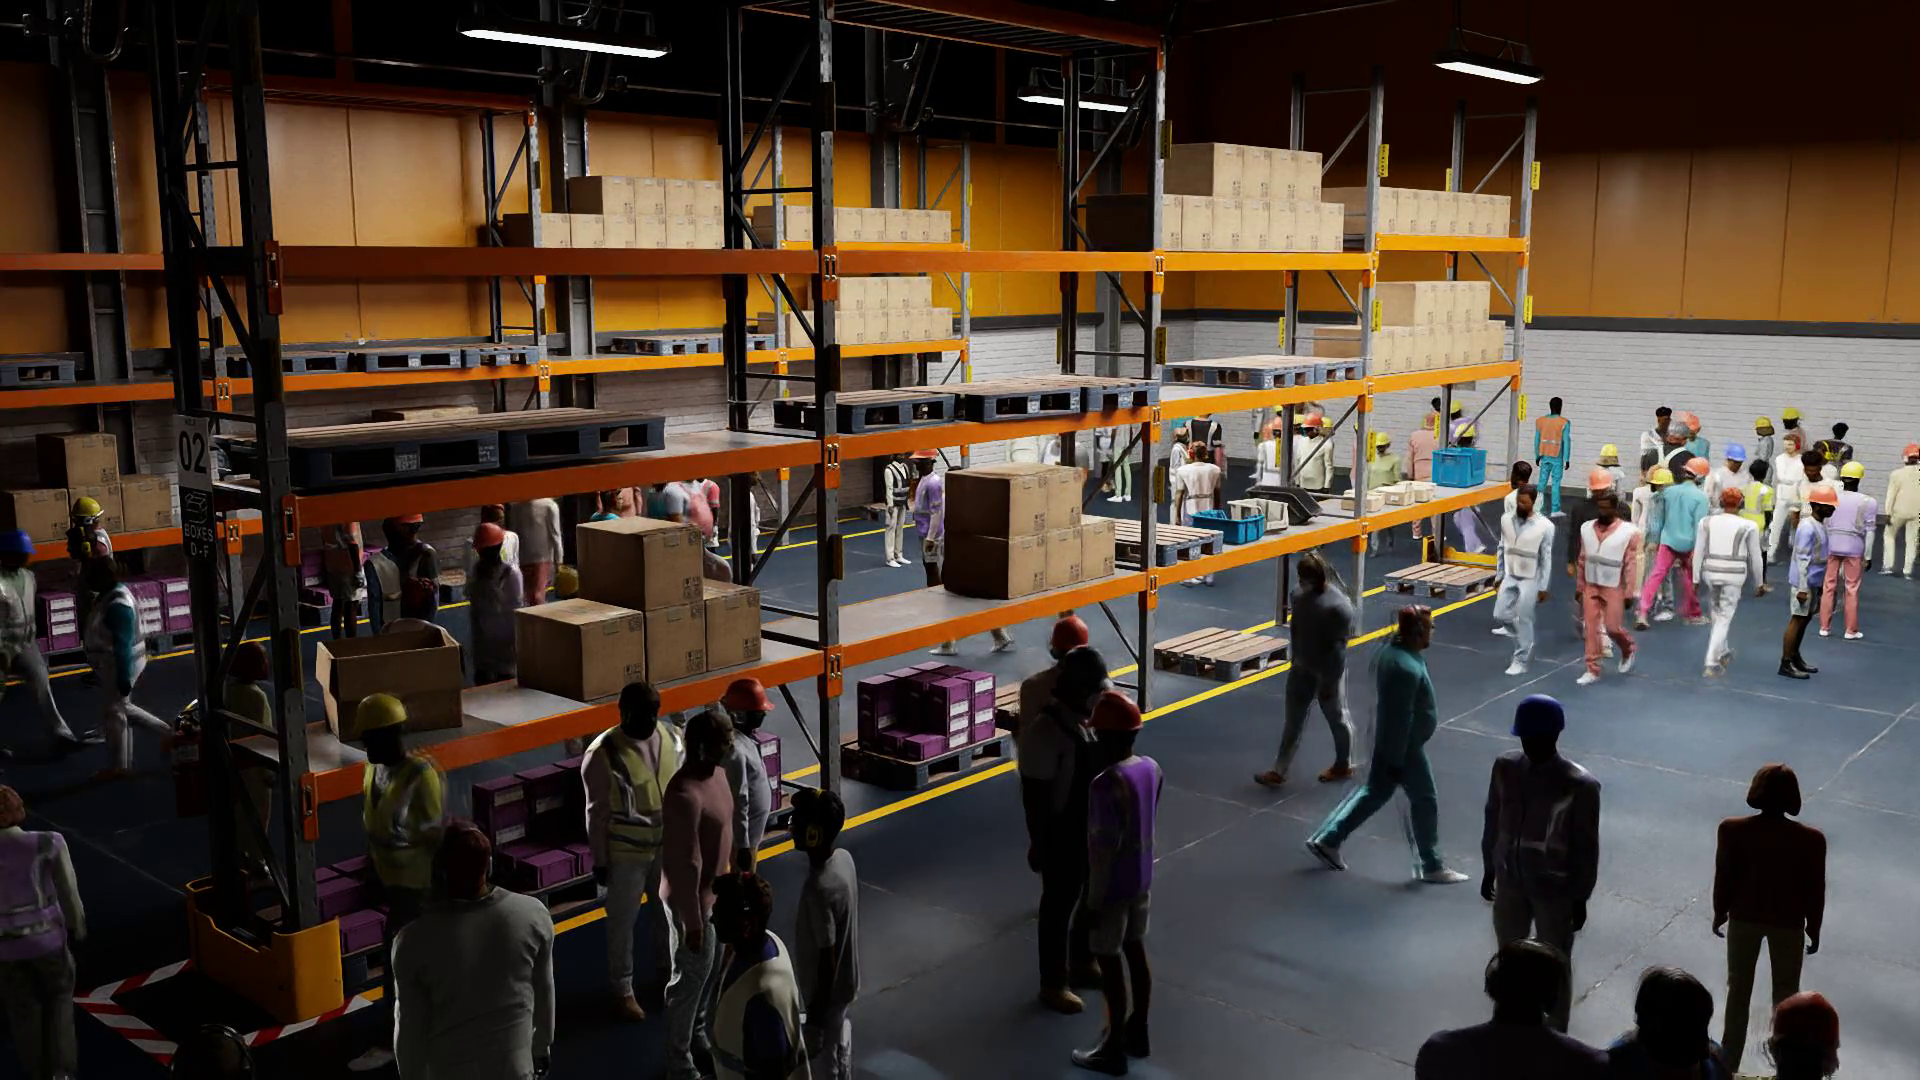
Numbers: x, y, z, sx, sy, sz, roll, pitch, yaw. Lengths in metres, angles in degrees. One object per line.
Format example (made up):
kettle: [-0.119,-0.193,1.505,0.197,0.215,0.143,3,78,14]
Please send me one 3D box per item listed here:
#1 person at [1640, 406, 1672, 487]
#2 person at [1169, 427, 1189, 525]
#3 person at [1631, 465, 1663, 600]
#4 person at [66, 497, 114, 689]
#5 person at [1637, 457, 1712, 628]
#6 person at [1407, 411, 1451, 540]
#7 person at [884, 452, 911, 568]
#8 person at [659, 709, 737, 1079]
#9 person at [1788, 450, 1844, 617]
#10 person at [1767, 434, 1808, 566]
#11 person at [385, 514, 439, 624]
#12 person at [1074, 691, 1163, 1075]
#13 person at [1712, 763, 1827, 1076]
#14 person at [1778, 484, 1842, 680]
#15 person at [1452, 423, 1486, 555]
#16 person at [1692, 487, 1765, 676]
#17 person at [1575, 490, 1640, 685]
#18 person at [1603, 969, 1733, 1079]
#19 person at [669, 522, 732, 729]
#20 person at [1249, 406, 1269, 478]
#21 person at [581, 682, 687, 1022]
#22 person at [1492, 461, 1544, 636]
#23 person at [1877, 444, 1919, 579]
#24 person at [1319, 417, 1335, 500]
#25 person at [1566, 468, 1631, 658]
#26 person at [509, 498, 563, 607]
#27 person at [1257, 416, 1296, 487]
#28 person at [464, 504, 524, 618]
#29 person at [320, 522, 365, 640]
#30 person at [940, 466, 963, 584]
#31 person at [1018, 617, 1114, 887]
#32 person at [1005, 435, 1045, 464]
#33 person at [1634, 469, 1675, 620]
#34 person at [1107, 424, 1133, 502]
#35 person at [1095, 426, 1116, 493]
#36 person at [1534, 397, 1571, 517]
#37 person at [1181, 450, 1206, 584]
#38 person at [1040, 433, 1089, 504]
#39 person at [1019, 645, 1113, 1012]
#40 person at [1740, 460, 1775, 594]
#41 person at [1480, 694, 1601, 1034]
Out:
person: [10.232,-0.979,24.351,0.602,1.967,0.366,-3,10,-15]
person: [3.243,-0.855,24.585,0.306,1.640,0.523,2,10,14]
person: [8.350,-0.094,20.053,0.500,1.636,0.280,8,12,39]
person: [-8.305,0.498,15.932,0.403,1.833,0.590,-6,11,-32]
person: [7.930,0.037,18.434,1.067,1.932,0.671,-5,11,-30]
person: [6.860,-0.932,24.259,0.651,1.904,0.402,7,12,34]
person: [-0.842,-0.460,22.232,0.311,1.639,0.512,5,11,26]
person: [-1.265,1.762,8.124,0.386,1.928,0.629,1,10,4]
person: [9.764,-0.065,18.981,0.487,1.934,0.655,-5,11,-29]
person: [11.165,-0.527,22.260,1.011,1.797,0.592,-4,10,-25]
person: [-4.706,0.673,14.250,0.607,2.048,0.366,7,12,34]
person: [0.779,1.712,8.378,0.375,1.933,0.550,7,12,36]
person: [3.969,1.894,8.192,0.498,1.633,0.278,5,11,29]
person: [8.319,0.405,16.245,0.427,1.924,0.558,8,12,40]
person: [6.785,-0.609,22.312,0.440,1.912,0.599,4,10,23]
person: [7.653,0.393,16.506,0.920,1.840,0.599,-8,12,-39]
person: [6.267,0.442,16.074,0.651,1.900,0.598,-8,12,-38]
person: [2.254,2.263,5.393,0.650,1.836,0.429,-5,11,-28]
person: [-2.232,0.791,13.965,0.652,1.906,0.402,-1,10,-3]
person: [5.618,-2.123,31.296,0.383,1.924,0.594,4,10,21]
person: [-1.706,1.659,8.998,0.637,1.837,0.429,-9,13,-42]
person: [6.086,0.095,18.084,0.593,1.920,0.392,-8,12,-39]
person: [12.188,-0.379,21.464,0.561,1.732,0.556,1,10,8]
person: [5.461,-0.974,24.983,0.308,1.743,0.494,1,10,6]
person: [6.663,0.195,17.410,0.631,1.957,0.924,2,10,11]
person: [-4.488,0.208,17.411,0.653,1.951,0.762,5,11,27]
person: [4.416,-0.774,23.311,0.550,1.915,0.839,3,10,19]
person: [-4.289,0.567,15.363,0.337,1.882,0.584,7,12,38]
person: [-6.242,0.272,16.895,0.603,1.963,0.368,8,13,41]
person: [-0.081,-0.034,19.528,0.320,1.692,0.531,3,10,18]
person: [0.650,1.438,9.939,0.619,1.953,0.916,-1,10,-6]
person: [1.008,-1.151,25.565,0.659,1.908,0.403,3,10,15]
person: [7.952,0.047,18.933,0.328,1.733,0.496,-2,10,-14]
person: [2.715,-1.572,28.200,0.517,1.865,0.327,-7,12,-35]
person: [2.616,-1.632,29.153,0.564,1.657,0.468,-3,10,-17]
person: [9.463,-1.328,26.581,0.379,1.916,0.597,-8,13,-41]
person: [2.980,-0.330,21.141,0.307,1.745,0.484,3,10,19]
person: [1.331,-0.677,22.328,0.705,2.000,0.744,6,11,31]
person: [0.657,1.542,9.077,0.536,2.000,0.697,8,12,38]
person: [9.694,-0.154,20.314,0.754,1.654,0.554,-7,12,-36]
person: [2.881,1.711,8.356,0.409,1.943,0.615,-7,12,-38]
